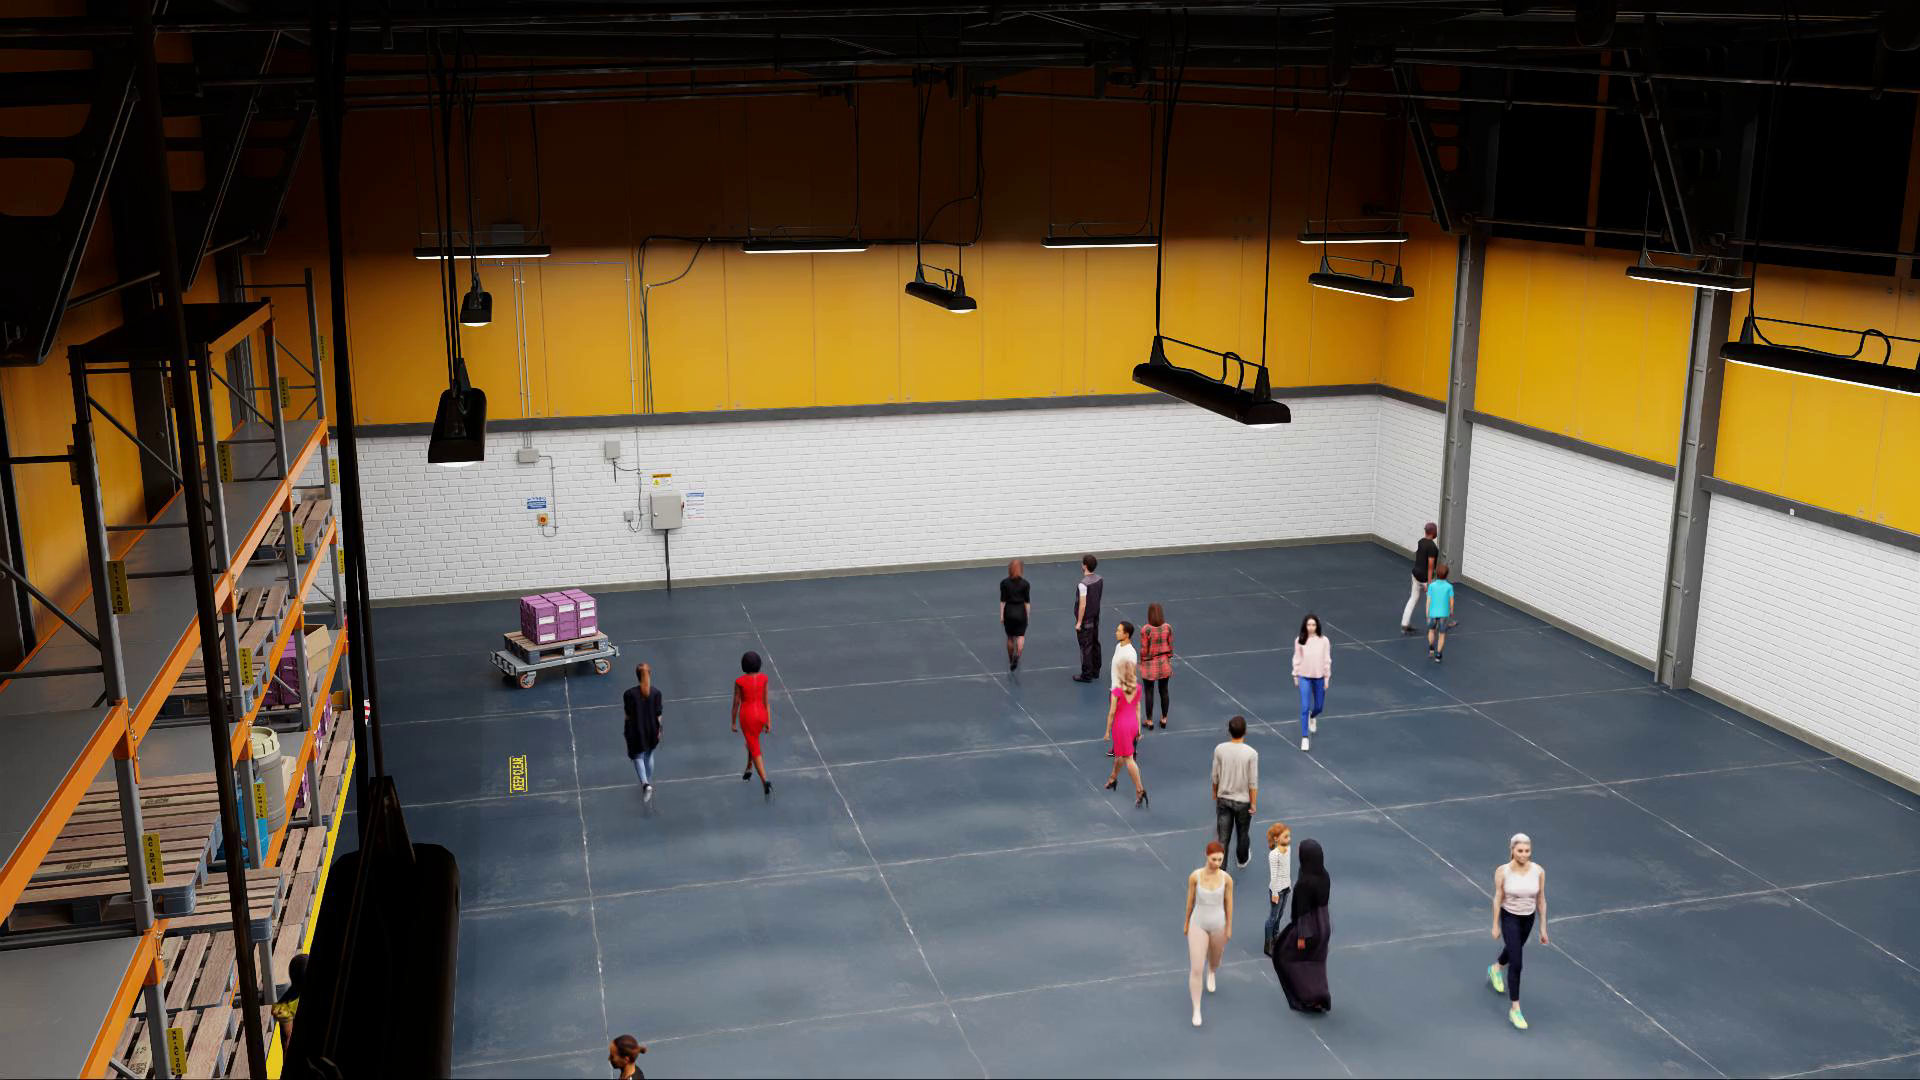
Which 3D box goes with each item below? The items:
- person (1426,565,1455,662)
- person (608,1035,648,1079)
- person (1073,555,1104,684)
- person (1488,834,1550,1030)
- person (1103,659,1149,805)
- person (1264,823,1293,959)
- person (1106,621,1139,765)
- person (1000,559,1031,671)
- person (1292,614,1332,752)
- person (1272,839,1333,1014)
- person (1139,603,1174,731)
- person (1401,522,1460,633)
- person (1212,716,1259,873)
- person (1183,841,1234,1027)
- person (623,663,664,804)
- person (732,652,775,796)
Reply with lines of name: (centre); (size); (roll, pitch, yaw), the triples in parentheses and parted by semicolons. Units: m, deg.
person: (7.120, 1.100, 24.716); (0.828, 1.423, 0.945); (6, 15, 22)
person: (-2.241, 4.176, 11.490); (0.643, 1.668, 0.462); (-3, 14, -12)
person: (1.849, 1.110, 23.771); (0.768, 1.848, 0.743); (11, 17, 38)
person: (4.923, 3.379, 14.797); (0.734, 1.660, 1.198); (-2, 14, -7)
person: (1.973, 2.263, 19.365); (0.826, 1.681, 1.096); (-9, 17, -34)
person: (3.022, 3.316, 15.793); (0.629, 1.315, 0.573); (11, 17, 37)
person: (2.053, 1.877, 20.699); (0.689, 1.803, 0.466); (-3, 14, -14)
person: (0.795, 1.136, 24.004); (0.773, 1.688, 0.920); (2, 14, 6)
person: (4.490, 1.774, 21.232); (0.879, 1.752, 1.056); (2, 14, 10)
person: (3.150, 3.432, 14.684); (0.913, 1.612, 0.844); (12, 18, 40)
person: (2.572, 1.650, 21.857); (0.603, 1.699, 0.531); (-4, 14, -15)
person: (7.170, 0.626, 25.957); (0.744, 1.759, 1.074); (-4, 14, -17)
person: (2.805, 2.746, 17.196); (1.108, 1.762, 1.251); (5, 15, 21)
person: (2.206, 3.414, 14.768); (0.810, 1.607, 1.101); (1, 14, 5)
person: (-3.683, 2.267, 19.379); (0.653, 1.665, 0.967); (-4, 14, -17)
person: (-2.402, 2.199, 19.588); (0.781, 1.700, 1.162); (-8, 16, -29)
